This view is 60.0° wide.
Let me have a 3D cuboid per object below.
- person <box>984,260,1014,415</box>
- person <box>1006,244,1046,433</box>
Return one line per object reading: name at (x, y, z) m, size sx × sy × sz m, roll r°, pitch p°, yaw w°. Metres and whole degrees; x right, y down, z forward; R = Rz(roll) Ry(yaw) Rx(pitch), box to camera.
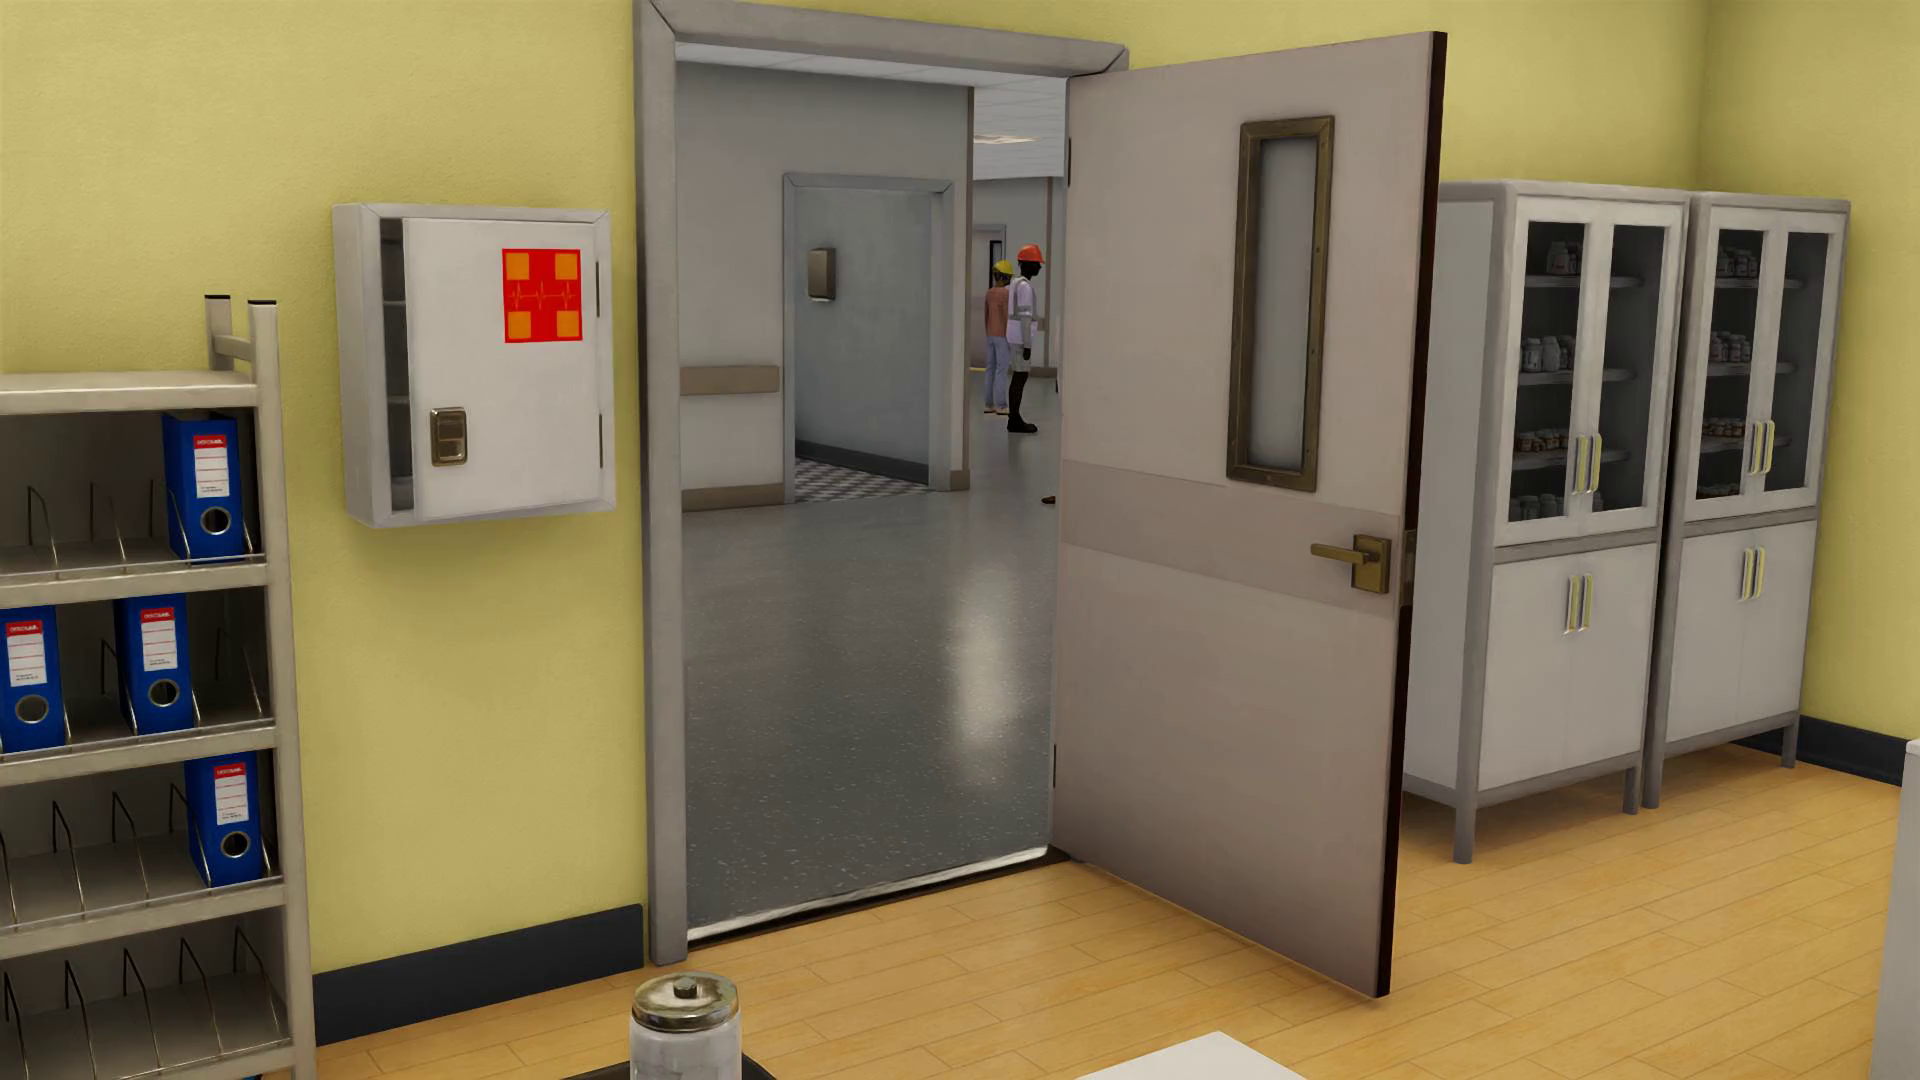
person at (0.468, -2.315, 19.064) m, size 0.316 × 1.767 × 0.522 m, roll -5°, pitch 11°, yaw -32°
person at (0.674, -2.061, 17.092) m, size 0.389 × 1.929 × 0.539 m, roll 0°, pitch 10°, yaw -7°
